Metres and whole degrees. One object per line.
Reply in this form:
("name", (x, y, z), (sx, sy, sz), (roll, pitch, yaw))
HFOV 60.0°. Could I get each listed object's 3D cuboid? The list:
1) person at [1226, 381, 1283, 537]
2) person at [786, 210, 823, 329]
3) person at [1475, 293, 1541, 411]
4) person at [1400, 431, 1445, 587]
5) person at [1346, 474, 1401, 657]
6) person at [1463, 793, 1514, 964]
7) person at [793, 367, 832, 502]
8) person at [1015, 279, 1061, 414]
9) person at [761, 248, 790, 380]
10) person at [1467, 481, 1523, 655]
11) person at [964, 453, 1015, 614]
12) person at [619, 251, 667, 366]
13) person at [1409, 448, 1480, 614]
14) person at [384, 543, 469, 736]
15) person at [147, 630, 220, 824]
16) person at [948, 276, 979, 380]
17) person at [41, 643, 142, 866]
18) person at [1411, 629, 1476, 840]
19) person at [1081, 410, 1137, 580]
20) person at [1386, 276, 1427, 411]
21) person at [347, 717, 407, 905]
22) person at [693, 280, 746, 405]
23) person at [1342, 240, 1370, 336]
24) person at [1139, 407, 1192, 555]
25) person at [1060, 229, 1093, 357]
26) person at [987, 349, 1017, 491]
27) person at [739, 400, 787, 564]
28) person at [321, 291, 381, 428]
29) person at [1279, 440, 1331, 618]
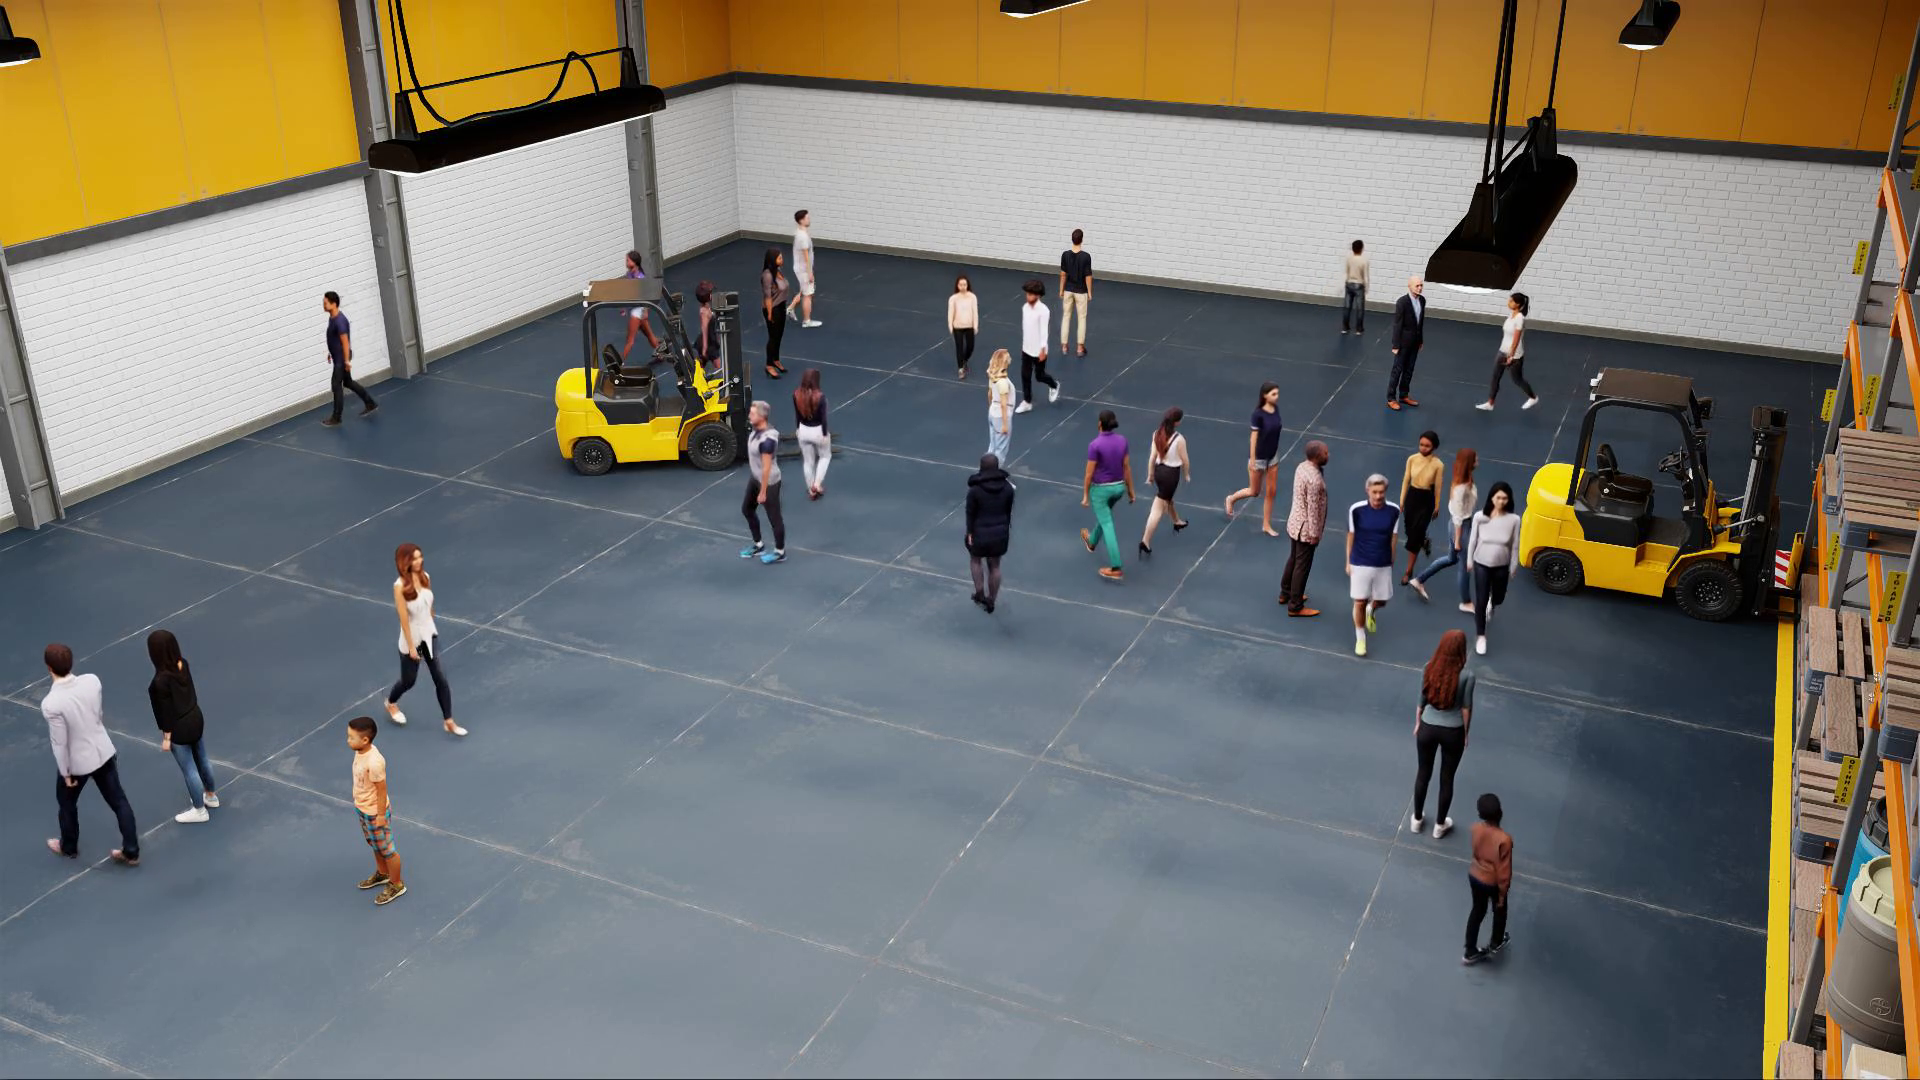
("person", (3.281, -0.920, 18.355), (0.966, 1.747, 0.904), (-18, 29, -35))
("person", (-2.493, -4.178, 25.686), (0.981, 1.846, 0.925), (-6, 24, -13))
("person", (7.389, -2.457, 22.034), (0.991, 1.617, 1.078), (-2, 24, -5))
("person", (4.791, -0.356, 17.212), (0.726, 1.631, 1.026), (18, 30, 36))
("person", (3.862, 0.184, 15.739), (0.796, 1.821, 0.934), (1, 24, 3))
("person", (3.625, 2.371, 11.484), (0.790, 1.221, 0.708), (-12, 27, -26))
("person", (-1.717, -1.191, 19.162), (0.637, 1.598, 0.625), (7, 25, 15))
("person", (1.057, -2.580, 22.101), (1.065, 1.790, 0.854), (-20, 31, -39))
("person", (-2.631, -3.212, 23.481), (0.748, 1.841, 0.602), (5, 24, 12))
("person", (5.065, 0.210, 15.854), (0.719, 1.679, 1.030), (6, 24, 13))
("person", (0.311, -0.050, 16.469), (0.808, 1.663, 0.865), (-8, 25, -17))
("person", (-4.527, -3.261, 23.780), (1.232, 1.693, 1.009), (-15, 28, -31))
("person", (4.896, -0.103, 16.534), (0.680, 1.709, 0.958), (8, 25, 17))
("person", (-4.723, 0.864, 14.265), (0.690, 1.754, 1.031), (12, 27, 26))
("person", (-6.110, 1.445, 13.072), (0.694, 1.646, 0.561), (3, 24, 6))
("person", (0.045, -3.029, 23.516), (0.703, 1.478, 0.748), (-4, 24, -8))
("person", (-6.437, 1.647, 12.399), (0.735, 1.814, 0.918), (11, 26, 23))
("person", (3.716, 1.494, 12.840), (0.569, 1.741, 0.525), (12, 26, 25))
("person", (1.588, -0.439, 17.314), (1.278, 1.700, 1.200), (-15, 28, -30))
("person", (6.002, -2.665, 22.285), (0.721, 1.798, 0.834), (-13, 27, -28))
("person", (-4.285, 1.943, 12.163), (0.602, 1.461, 0.593), (-19, 30, -37))
("person", (-3.430, -2.555, 22.102), (0.991, 1.743, 1.079), (-3, 24, -7))
("person", (6.023, -3.864, 25.449), (0.597, 1.460, 0.600), (15, 28, 31))
("person", (2.159, -0.584, 17.784), (0.784, 1.589, 1.194), (18, 30, 36))
("person", (1.703, -3.642, 24.451), (0.645, 1.852, 0.567), (9, 25, 19))
("person", (0.466, -1.410, 19.509), (0.756, 1.722, 0.691), (-8, 25, -17))
("person", (-1.965, -0.622, 17.588), (0.920, 1.815, 0.866), (-10, 25, -21))
("person", (-8.001, -2.390, 21.695), (1.124, 1.766, 1.006), (-12, 26, -26))
("person", (3.413, -0.135, 16.494), (0.831, 1.800, 0.708), (-1, 24, -3))
